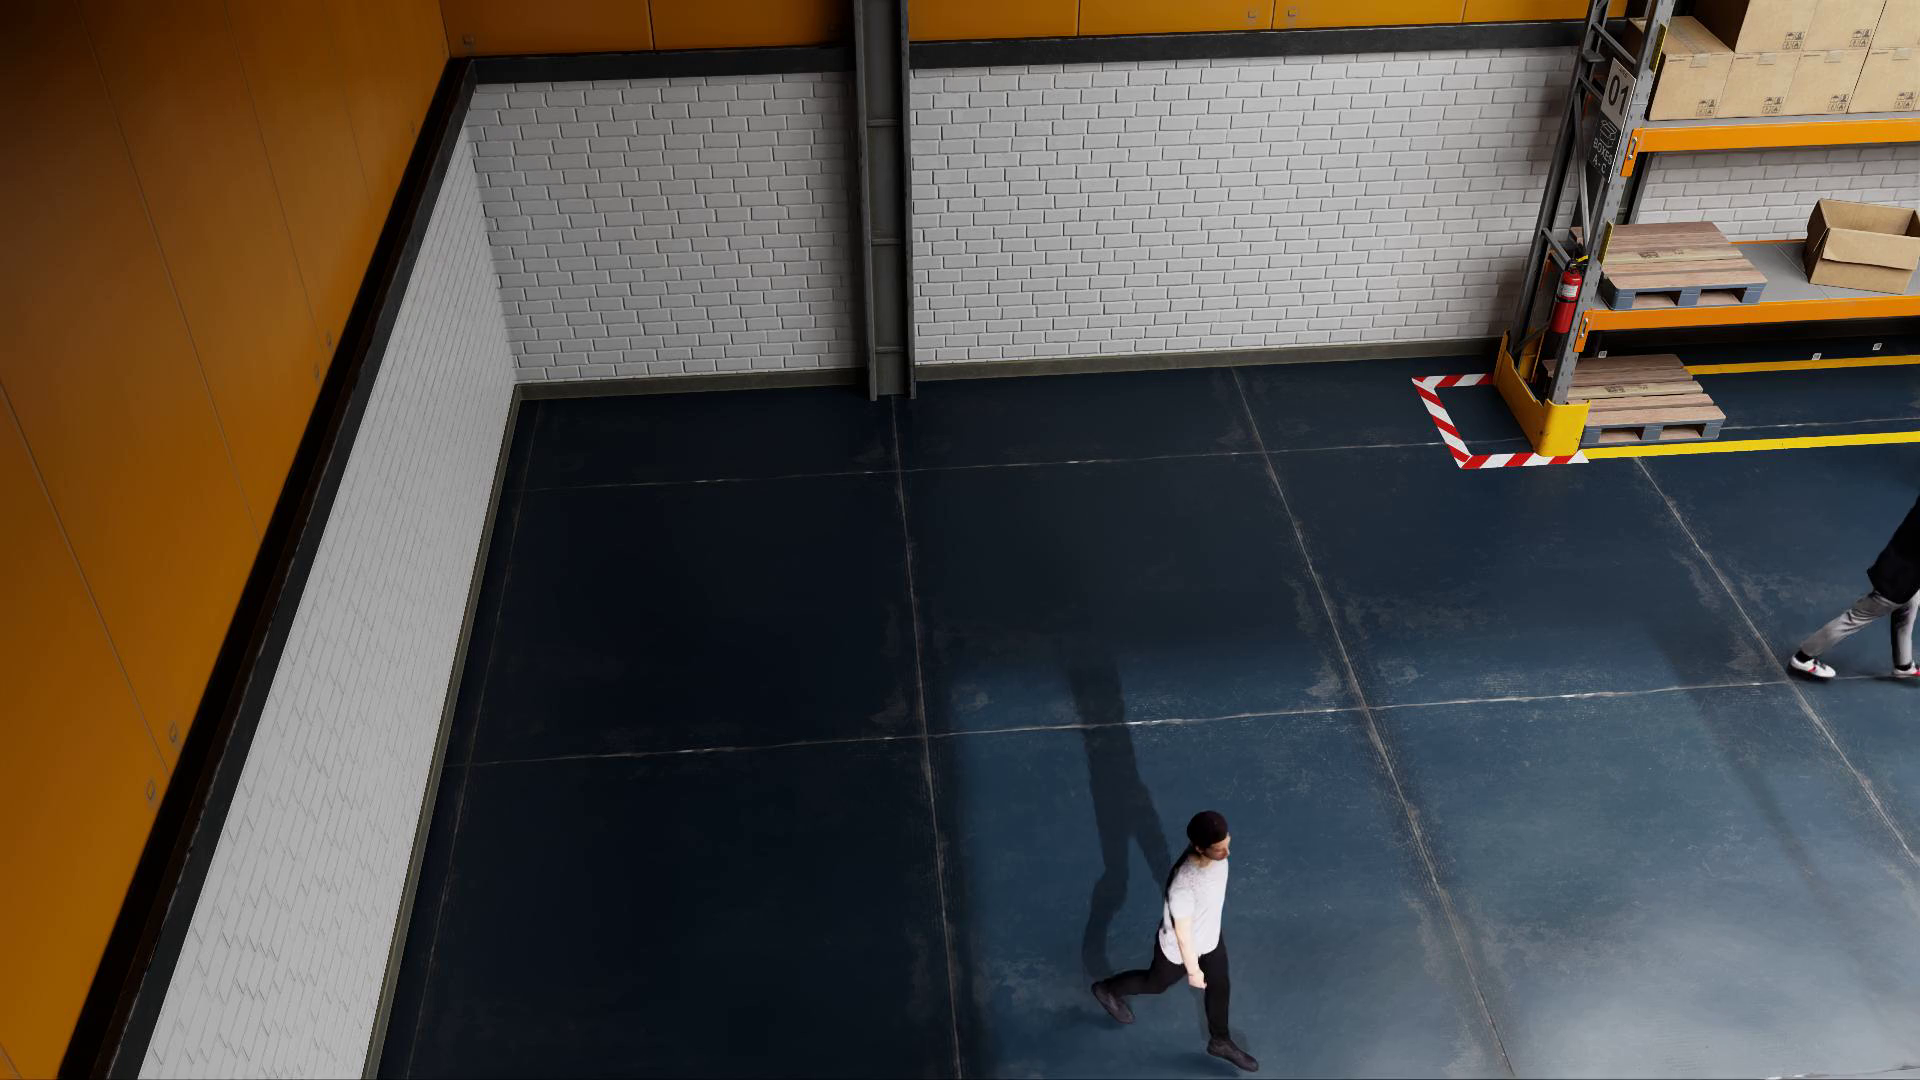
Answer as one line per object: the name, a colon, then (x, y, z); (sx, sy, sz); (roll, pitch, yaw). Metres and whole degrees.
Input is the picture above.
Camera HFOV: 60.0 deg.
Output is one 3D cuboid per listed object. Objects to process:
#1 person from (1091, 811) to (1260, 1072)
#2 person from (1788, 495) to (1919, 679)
person: (1.095, 2.045, 8.700); (1.244, 1.823, 1.188); (27, 46, 30)
person: (6.090, 0.225, 10.920); (1.308, 1.896, 1.025); (12, 40, 15)
